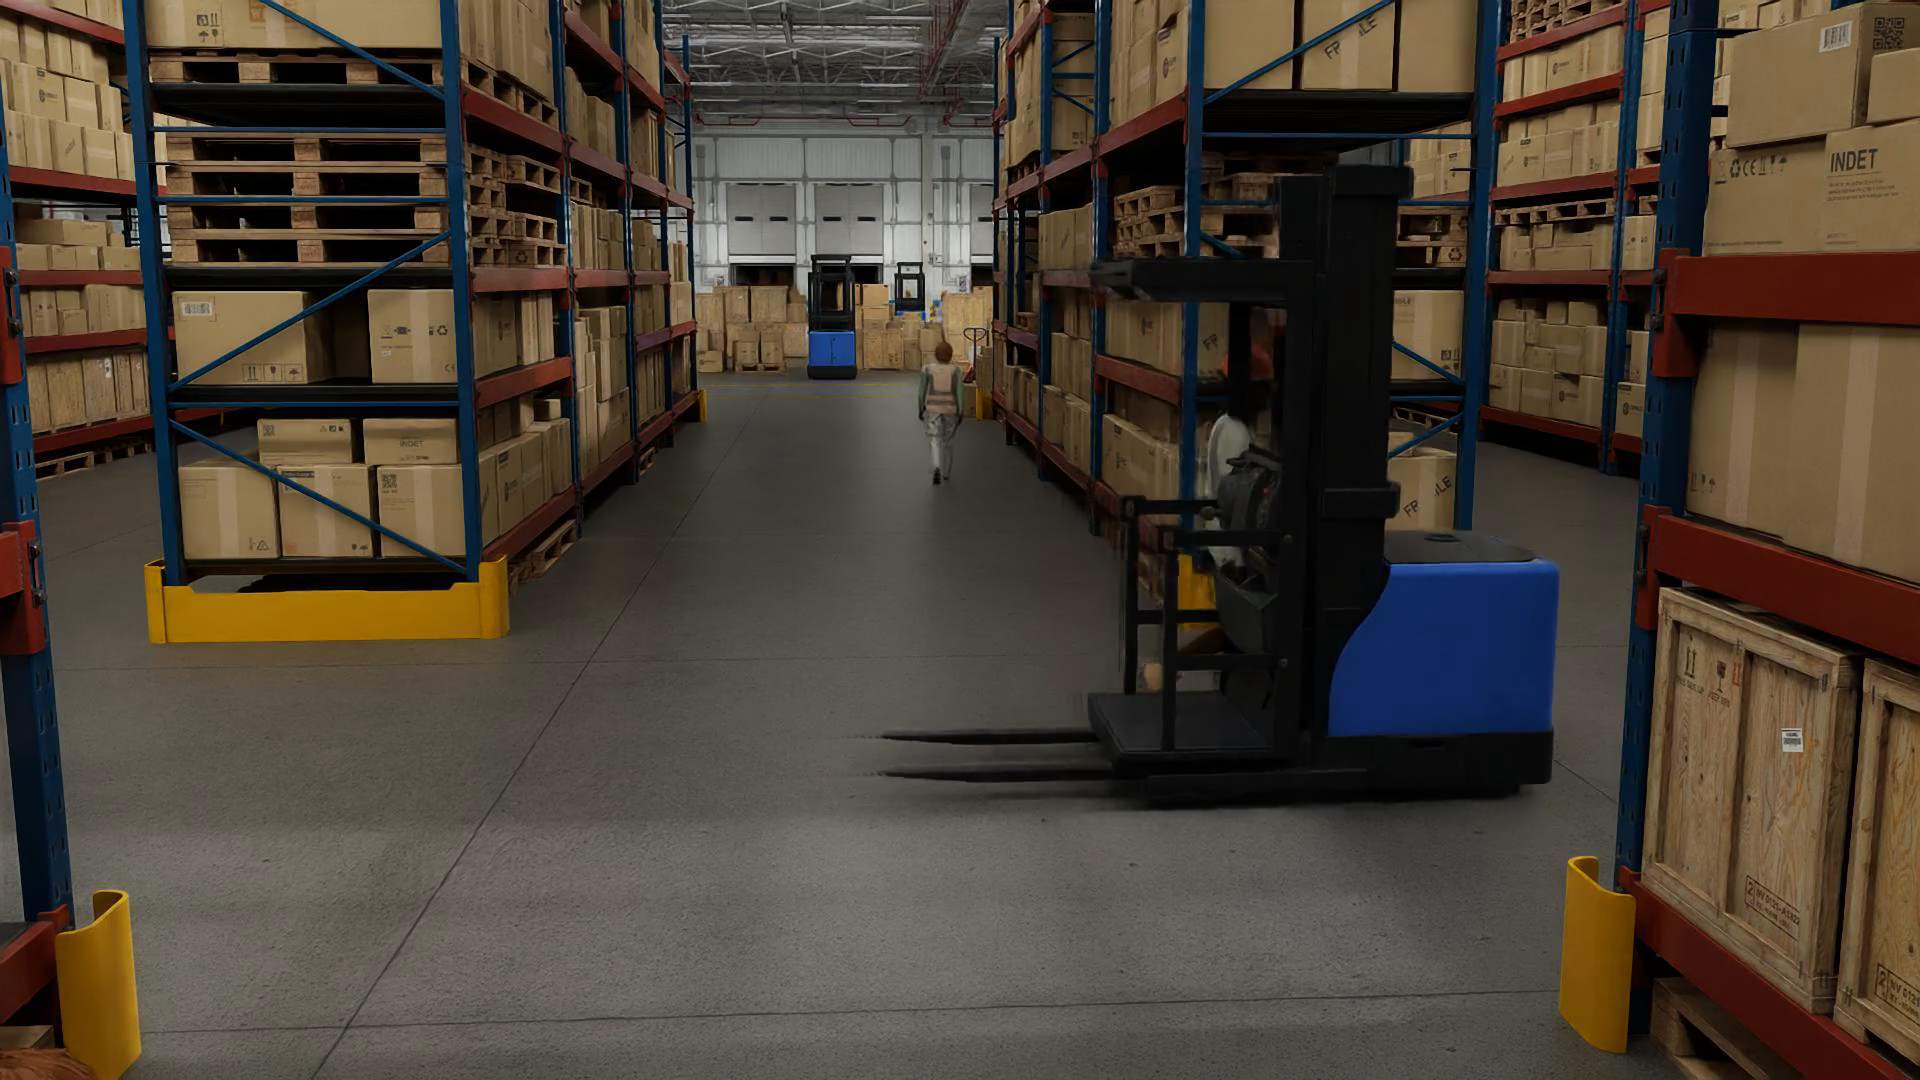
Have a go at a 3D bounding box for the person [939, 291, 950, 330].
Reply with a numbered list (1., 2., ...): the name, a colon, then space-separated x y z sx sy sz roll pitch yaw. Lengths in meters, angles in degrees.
1. person: -0.424 -6.626 50.574 1.038 1.878 0.566 -2 9 -13

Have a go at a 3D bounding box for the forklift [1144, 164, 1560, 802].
1. forklift: 1.727 -0.300 7.717 1.873 2.768 1.129 -1 9 -4

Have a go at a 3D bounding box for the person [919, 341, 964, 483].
1. person: -0.211 -1.456 18.951 0.519 1.618 0.749 -1 9 -3

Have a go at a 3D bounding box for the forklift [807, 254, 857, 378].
1. forklift: -2.942 -5.145 38.138 1.129 2.768 1.873 -1 9 -4

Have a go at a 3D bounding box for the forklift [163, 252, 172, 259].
1. forklift: -15.858 -4.404 33.481 1.129 2.768 1.873 -1 9 -4

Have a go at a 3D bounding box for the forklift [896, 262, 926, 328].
1. forklift: -1.780 -8.547 59.499 1.129 2.768 1.873 -1 9 -4

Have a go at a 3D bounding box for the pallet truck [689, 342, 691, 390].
1. pallet truck: -5.225 -3.008 27.480 1.885 1.965 0.823 2 9 14

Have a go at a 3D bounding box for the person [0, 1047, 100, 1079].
1. person: -0.876 1.284 1.667 0.286 1.633 0.501 -4 10 -23

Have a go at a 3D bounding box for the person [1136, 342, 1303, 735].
1. person: 1.347 0.012 8.430 0.763 2.028 0.619 2 9 13
